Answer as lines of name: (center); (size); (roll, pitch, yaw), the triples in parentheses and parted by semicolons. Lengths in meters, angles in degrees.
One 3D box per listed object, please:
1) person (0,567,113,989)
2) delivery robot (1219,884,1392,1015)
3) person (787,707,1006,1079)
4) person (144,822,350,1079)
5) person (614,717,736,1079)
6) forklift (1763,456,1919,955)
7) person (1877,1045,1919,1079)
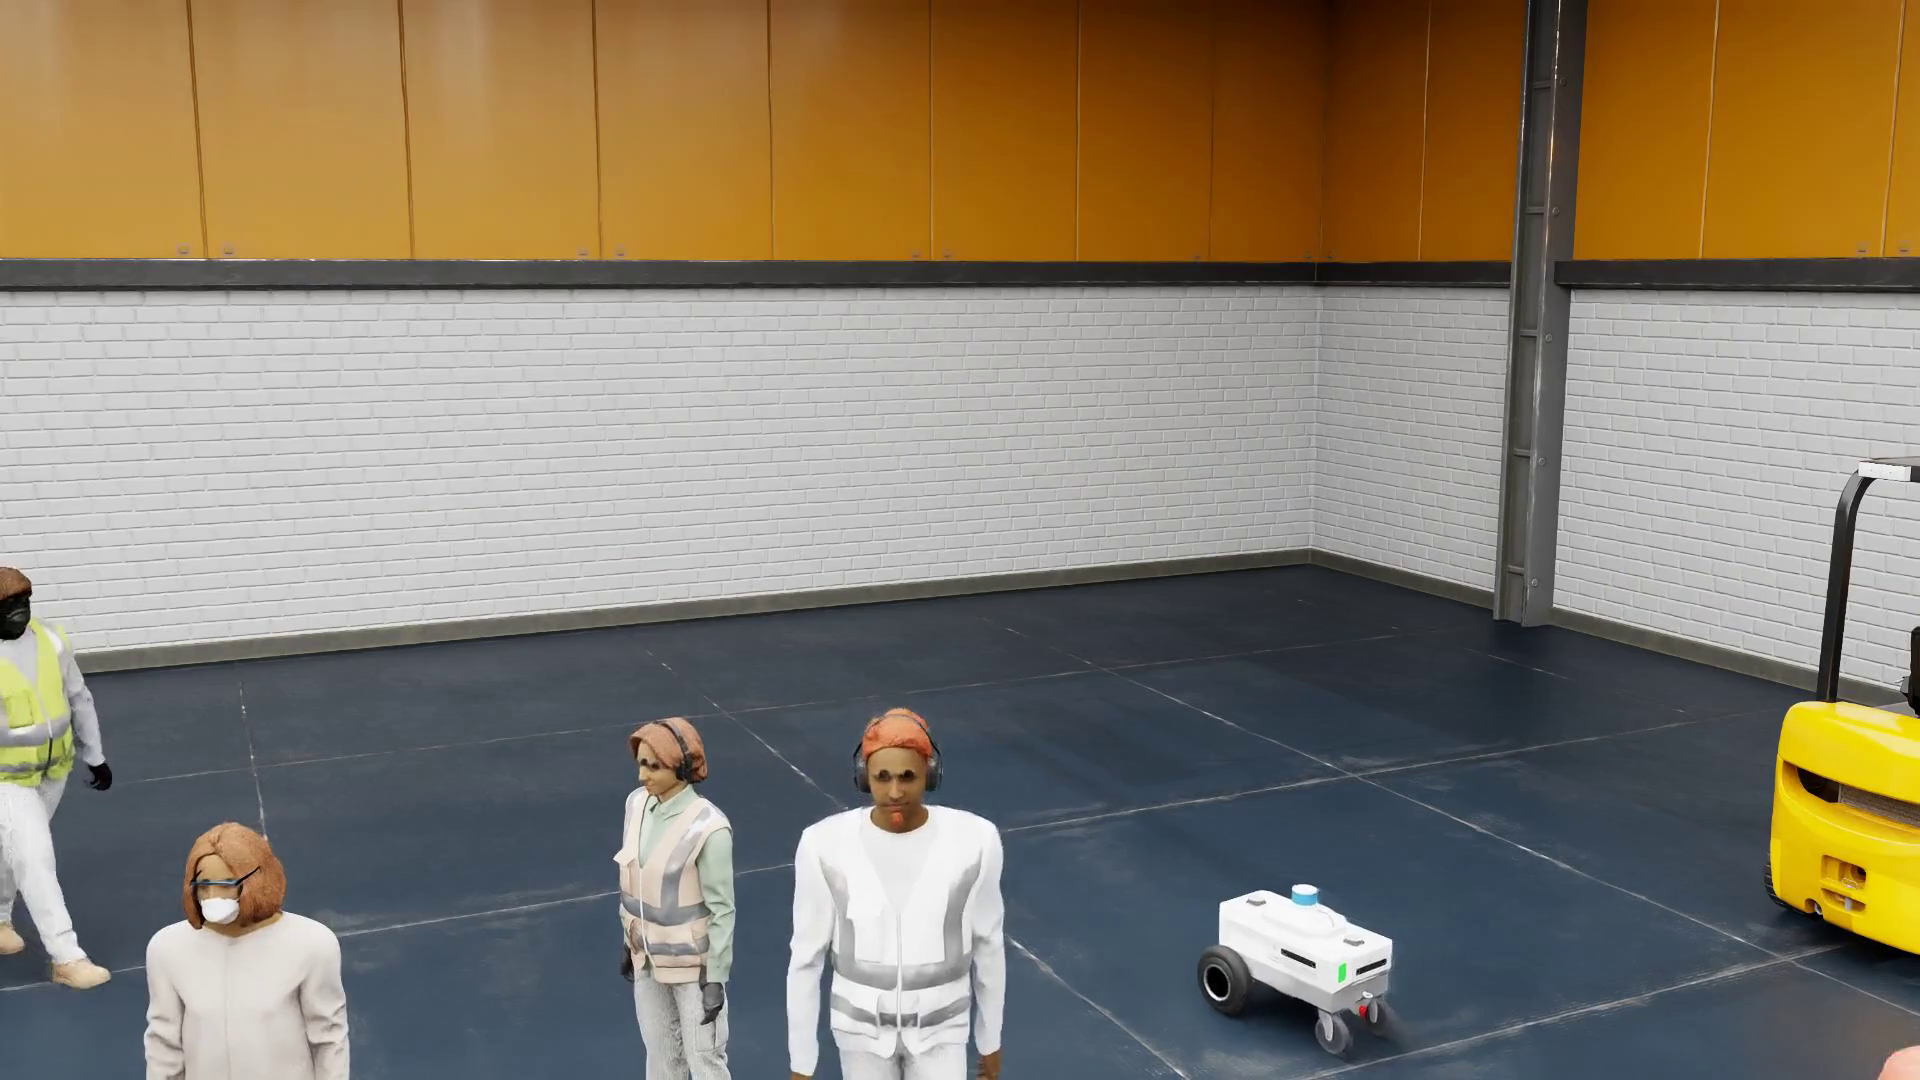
person: (-4.072, 0.990, 7.205); (0.959, 1.797, 0.637); (4, 10, 22)
delivery robot: (1.386, 1.637, 6.716); (0.477, 0.478, 0.707); (-7, 11, -36)
person: (-0.172, 1.392, 4.491); (0.595, 1.861, 0.673); (0, 9, 1)
person: (-1.859, 1.525, 4.364); (0.507, 1.631, 0.266); (-1, 9, -6)
person: (-0.912, 1.366, 5.348); (0.513, 1.637, 0.309); (8, 12, 41)
forklift: (4.857, 0.731, 7.561); (2.313, 2.155, 1.214); (-4, 10, -25)
person: (1.546, 1.680, 2.369); (1.014, 1.982, 0.635); (-2, 9, -10)
